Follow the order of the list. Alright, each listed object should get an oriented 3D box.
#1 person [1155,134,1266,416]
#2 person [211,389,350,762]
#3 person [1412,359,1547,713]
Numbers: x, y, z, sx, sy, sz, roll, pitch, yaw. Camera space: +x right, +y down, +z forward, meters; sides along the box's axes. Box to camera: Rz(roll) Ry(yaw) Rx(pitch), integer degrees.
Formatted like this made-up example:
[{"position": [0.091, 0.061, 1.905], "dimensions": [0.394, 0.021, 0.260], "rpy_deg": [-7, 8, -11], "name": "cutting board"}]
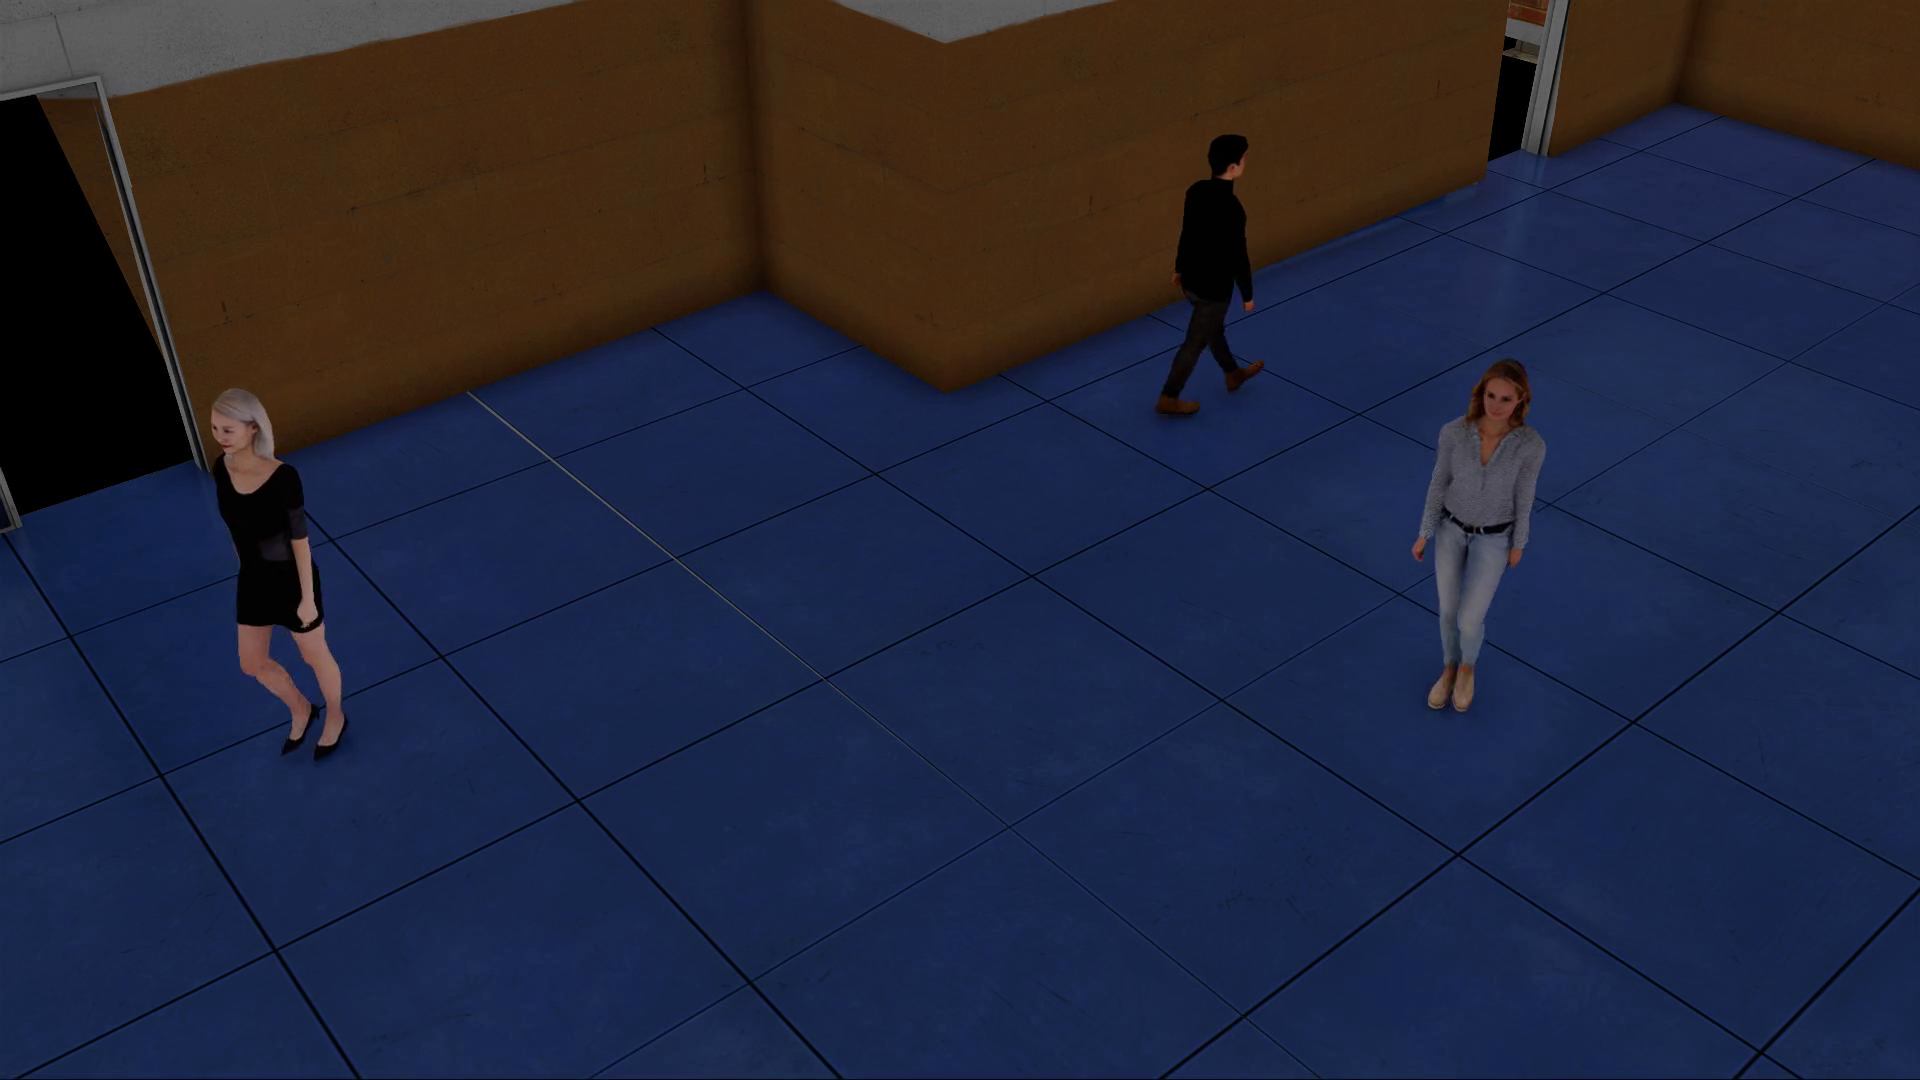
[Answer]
[{"position": [1.376, -1.489, 9.645], "dimensions": [0.932, 1.690, 1.061], "rpy_deg": [-13, 36, -19], "name": "person"}, {"position": [-2.822, 0.141, 7.077], "dimensions": [0.690, 1.821, 0.760], "rpy_deg": [8, 35, 12], "name": "person"}, {"position": [2.294, -0.041, 7.383], "dimensions": [0.614, 1.786, 0.724], "rpy_deg": [20, 39, 28], "name": "person"}]
